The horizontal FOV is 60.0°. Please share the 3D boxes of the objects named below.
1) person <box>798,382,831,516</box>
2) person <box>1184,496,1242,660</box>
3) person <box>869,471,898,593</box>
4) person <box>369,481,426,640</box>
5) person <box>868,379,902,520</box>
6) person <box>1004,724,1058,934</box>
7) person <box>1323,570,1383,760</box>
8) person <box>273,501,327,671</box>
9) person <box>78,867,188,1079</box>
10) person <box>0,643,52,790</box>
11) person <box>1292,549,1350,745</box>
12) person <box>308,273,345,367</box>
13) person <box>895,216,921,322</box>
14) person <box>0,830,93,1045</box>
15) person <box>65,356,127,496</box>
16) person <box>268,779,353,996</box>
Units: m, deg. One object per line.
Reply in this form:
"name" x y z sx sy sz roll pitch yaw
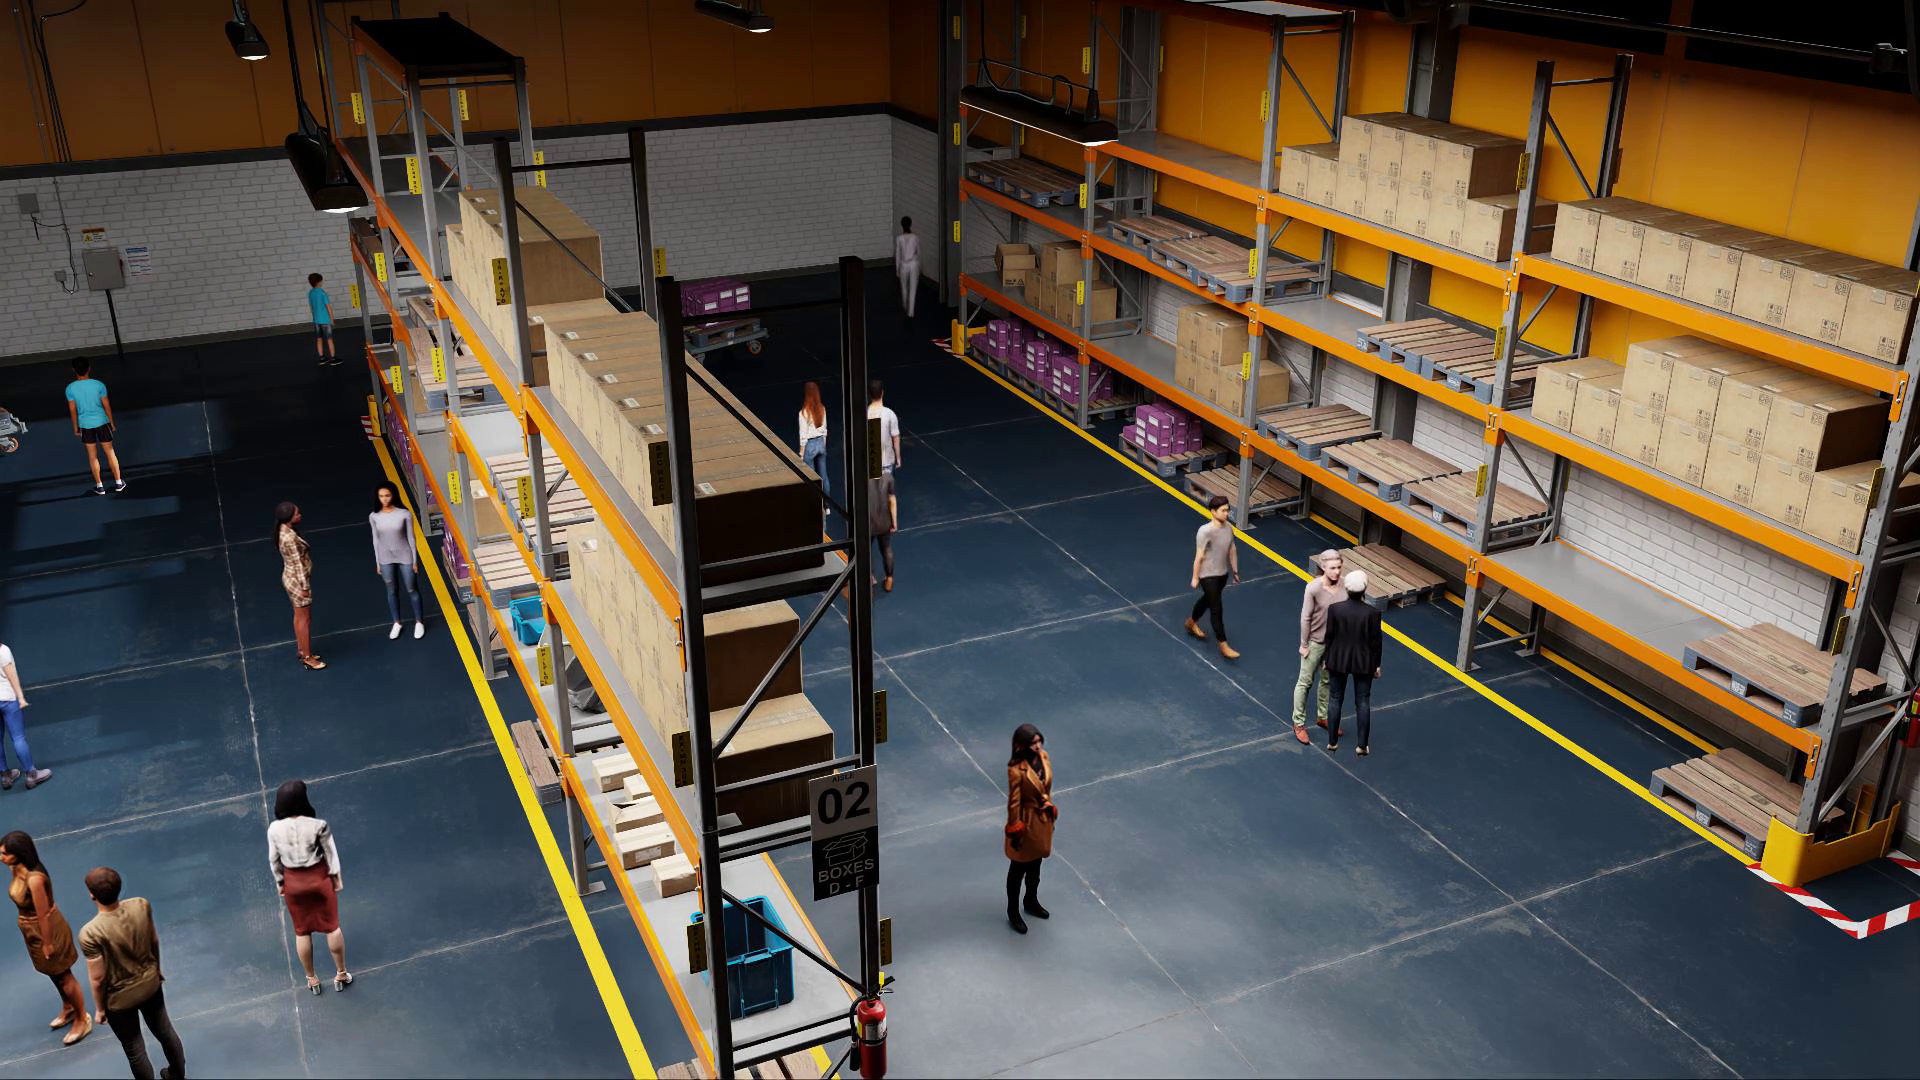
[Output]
"person" -1.786 -1.102 20.264 0.638 1.728 0.603 -21 31 -40
"person" 2.553 0.324 17.069 0.771 1.674 1.198 -16 28 -33
"person" -0.942 -0.199 18.239 0.711 1.697 0.784 -2 24 -5
"person" -5.844 0.194 17.291 0.668 1.735 0.650 -1 24 -2
"person" -0.995 -0.931 19.735 1.201 1.839 1.229 10 26 22
"person" 0.525 2.185 12.755 0.725 1.720 0.757 21 31 39
"person" 3.384 1.048 14.228 0.835 1.781 0.806 8 25 19
"person" -6.621 0.450 16.633 0.662 1.793 0.506 -13 27 -28
"person" -5.419 2.937 10.872 0.779 1.851 0.748 11 26 24
"person" -8.409 1.419 14.551 0.679 1.685 0.691 2 24 5
"person" 3.355 0.944 15.400 0.670 1.875 0.597 -9 25 -20
"person" -9.982 -3.459 26.007 0.597 1.448 0.657 8 25 18
"person" -0.853 -4.568 28.182 0.897 1.737 1.147 1 24 2
"person" -6.346 2.732 11.547 0.583 1.686 0.693 18 29 36
"person" -10.937 -1.449 21.002 0.627 1.773 0.516 -13 27 -27
"person" -4.693 2.504 11.989 0.649 1.749 0.590 -5 24 -11
